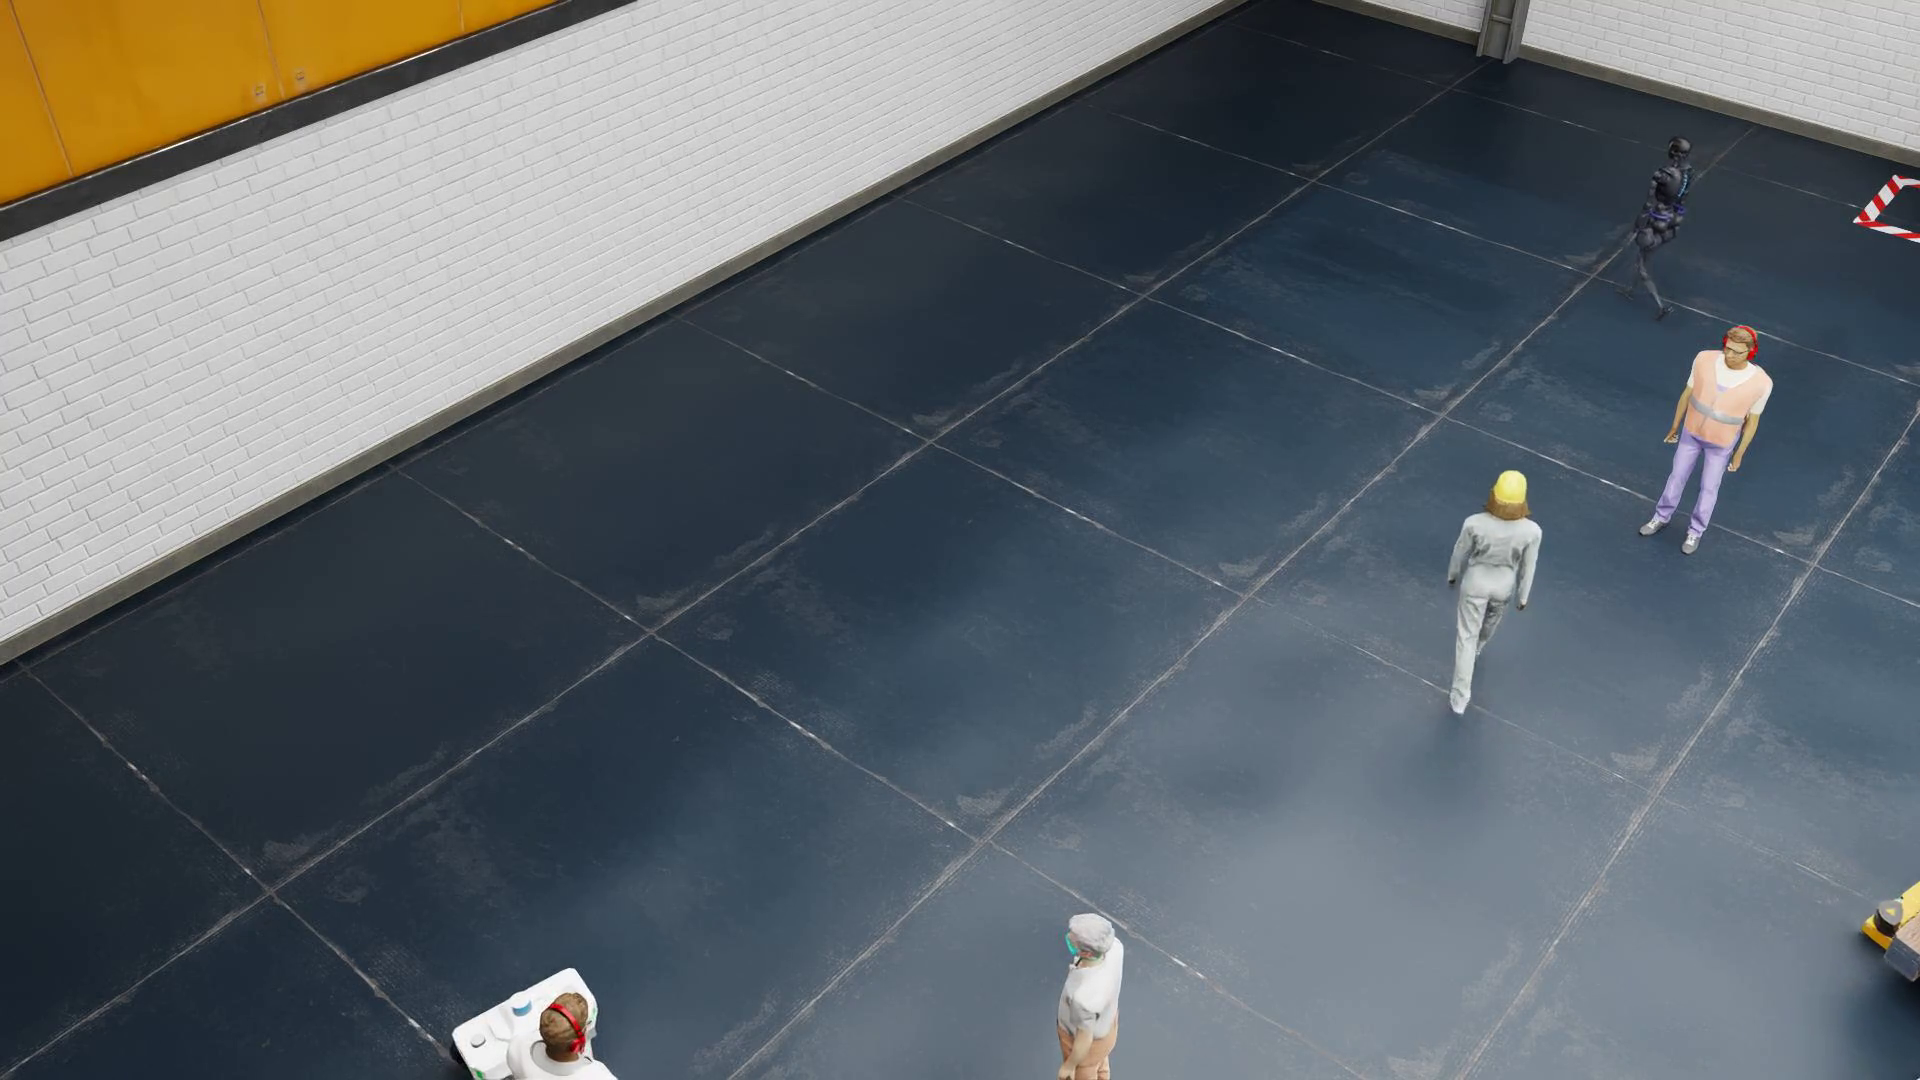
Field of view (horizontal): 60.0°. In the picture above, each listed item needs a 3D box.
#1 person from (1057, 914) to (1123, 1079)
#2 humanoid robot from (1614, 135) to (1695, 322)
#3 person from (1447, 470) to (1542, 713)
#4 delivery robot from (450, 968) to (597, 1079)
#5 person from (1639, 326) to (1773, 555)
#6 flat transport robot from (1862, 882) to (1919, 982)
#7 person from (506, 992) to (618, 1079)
[{"bbox_3d":[0.608,2.397,8.131,0.321,1.749,0.468,13,41,15],"label":"person"},{"bbox_3d":[6.189,-2.739,14.596,0.609,1.641,0.701,-20,43,-23],"label":"humanoid robot"},{"bbox_3d":[3.430,0.277,10.802,0.504,1.690,0.915,7,39,8],"label":"person"},{"bbox_3d":[-2.302,2.629,8.795,0.765,0.594,0.510,-25,45,-27],"label":"delivery robot"},{"bbox_3d":[5.391,-0.743,11.952,0.564,1.845,0.389,31,48,32],"label":"person"},{"bbox_3d":[5.871,2.455,9.238,0.659,0.231,1.431,-22,44,-25],"label":"flat transport robot"},{"bbox_3d":[-1.741,2.740,7.641,0.568,1.832,0.403,15,41,18],"label":"person"}]
